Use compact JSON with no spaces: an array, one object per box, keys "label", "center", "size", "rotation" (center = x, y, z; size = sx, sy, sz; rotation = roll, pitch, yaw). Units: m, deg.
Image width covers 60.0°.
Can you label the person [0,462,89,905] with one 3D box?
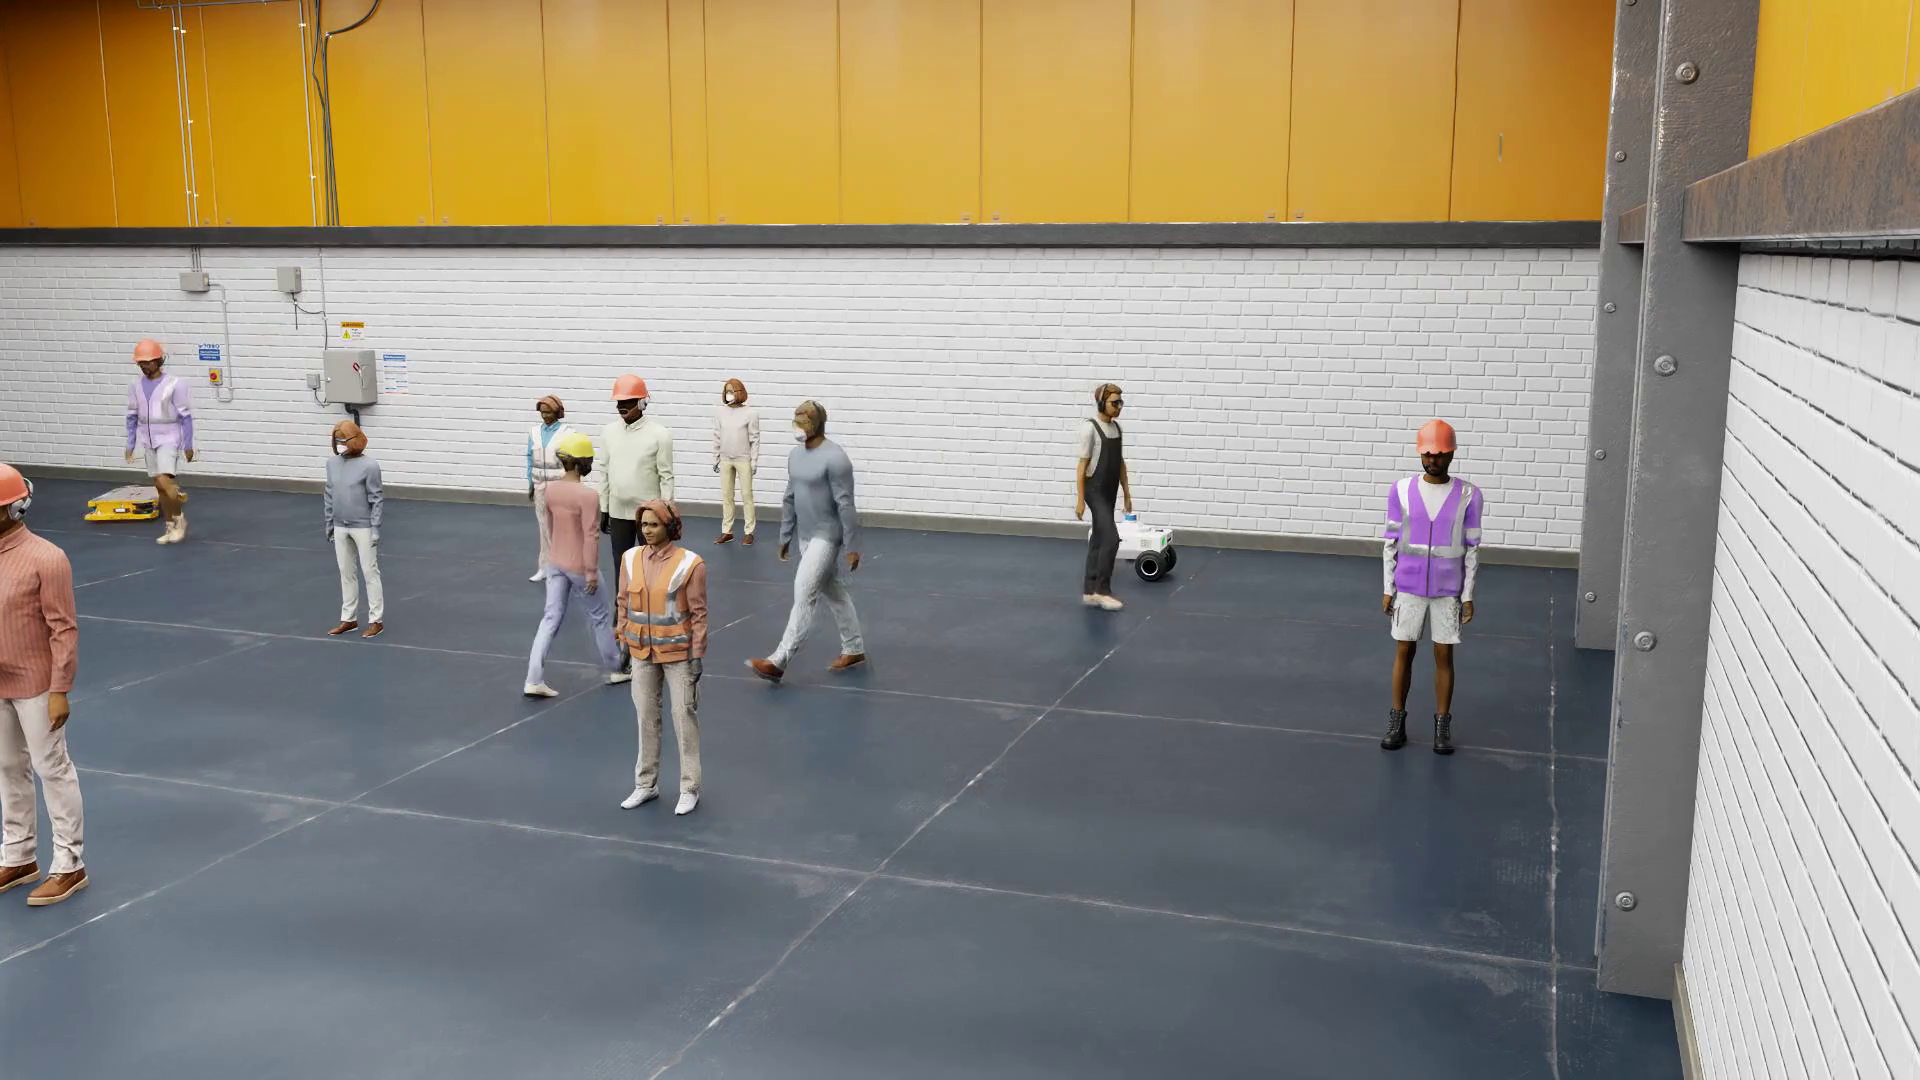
[{"label":"person","center":[-4.200,0.633,7.404],"size":[0.608,1.989,0.387],"rotation":[4,11,19]}]

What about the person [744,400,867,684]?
[{"label":"person","center":[-1.034,0.014,11.152],"size":[1.020,1.887,0.656],"rotation":[-7,12,-34]}]

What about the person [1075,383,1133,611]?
[{"label":"person","center":[1.207,-0.335,13.297],"size":[0.592,1.826,0.551],"rotation":[7,12,36]}]

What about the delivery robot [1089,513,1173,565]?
[{"label":"delivery robot","center":[1.505,0.006,14.705],"size":[0.707,0.478,0.477],"rotation":[3,11,19]}]

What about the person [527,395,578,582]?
[{"label":"person","center":[-3.527,-0.441,14.440],"size":[0.510,1.639,0.308],"rotation":[4,11,19]}]

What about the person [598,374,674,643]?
[{"label":"person","center":[-2.376,-0.214,12.153],"size":[0.608,1.995,0.377],"rotation":[4,11,19]}]

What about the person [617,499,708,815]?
[{"label":"person","center":[-1.535,0.597,8.588],"size":[0.510,1.640,0.308],"rotation":[4,11,19]}]

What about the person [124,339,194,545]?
[{"label":"person","center":[-7.799,-0.944,16.183],"size":[0.613,2.020,0.455],"rotation":[3,10,14]}]

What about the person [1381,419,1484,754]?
[{"label":"person","center":[2.709,0.270,9.593],"size":[0.542,1.938,0.357],"rotation":[4,11,19]}]

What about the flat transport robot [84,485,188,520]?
[{"label":"flat transport robot","center":[-8.980,-0.418,18.156],"size":[0.652,0.197,1.431],"rotation":[-2,10,-10]}]

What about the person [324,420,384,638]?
[{"label":"person","center":[-4.538,-0.085,12.446],"size":[0.497,1.633,0.289],"rotation":[4,11,19]}]

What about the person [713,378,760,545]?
[{"label":"person","center":[-2.194,-0.764,16.269],"size":[0.497,1.633,0.284],"rotation":[4,11,19]}]

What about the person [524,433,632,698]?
[{"label":"person","center":[-2.512,0.162,10.821],"size":[0.541,1.722,0.905],"rotation":[7,12,36]}]
